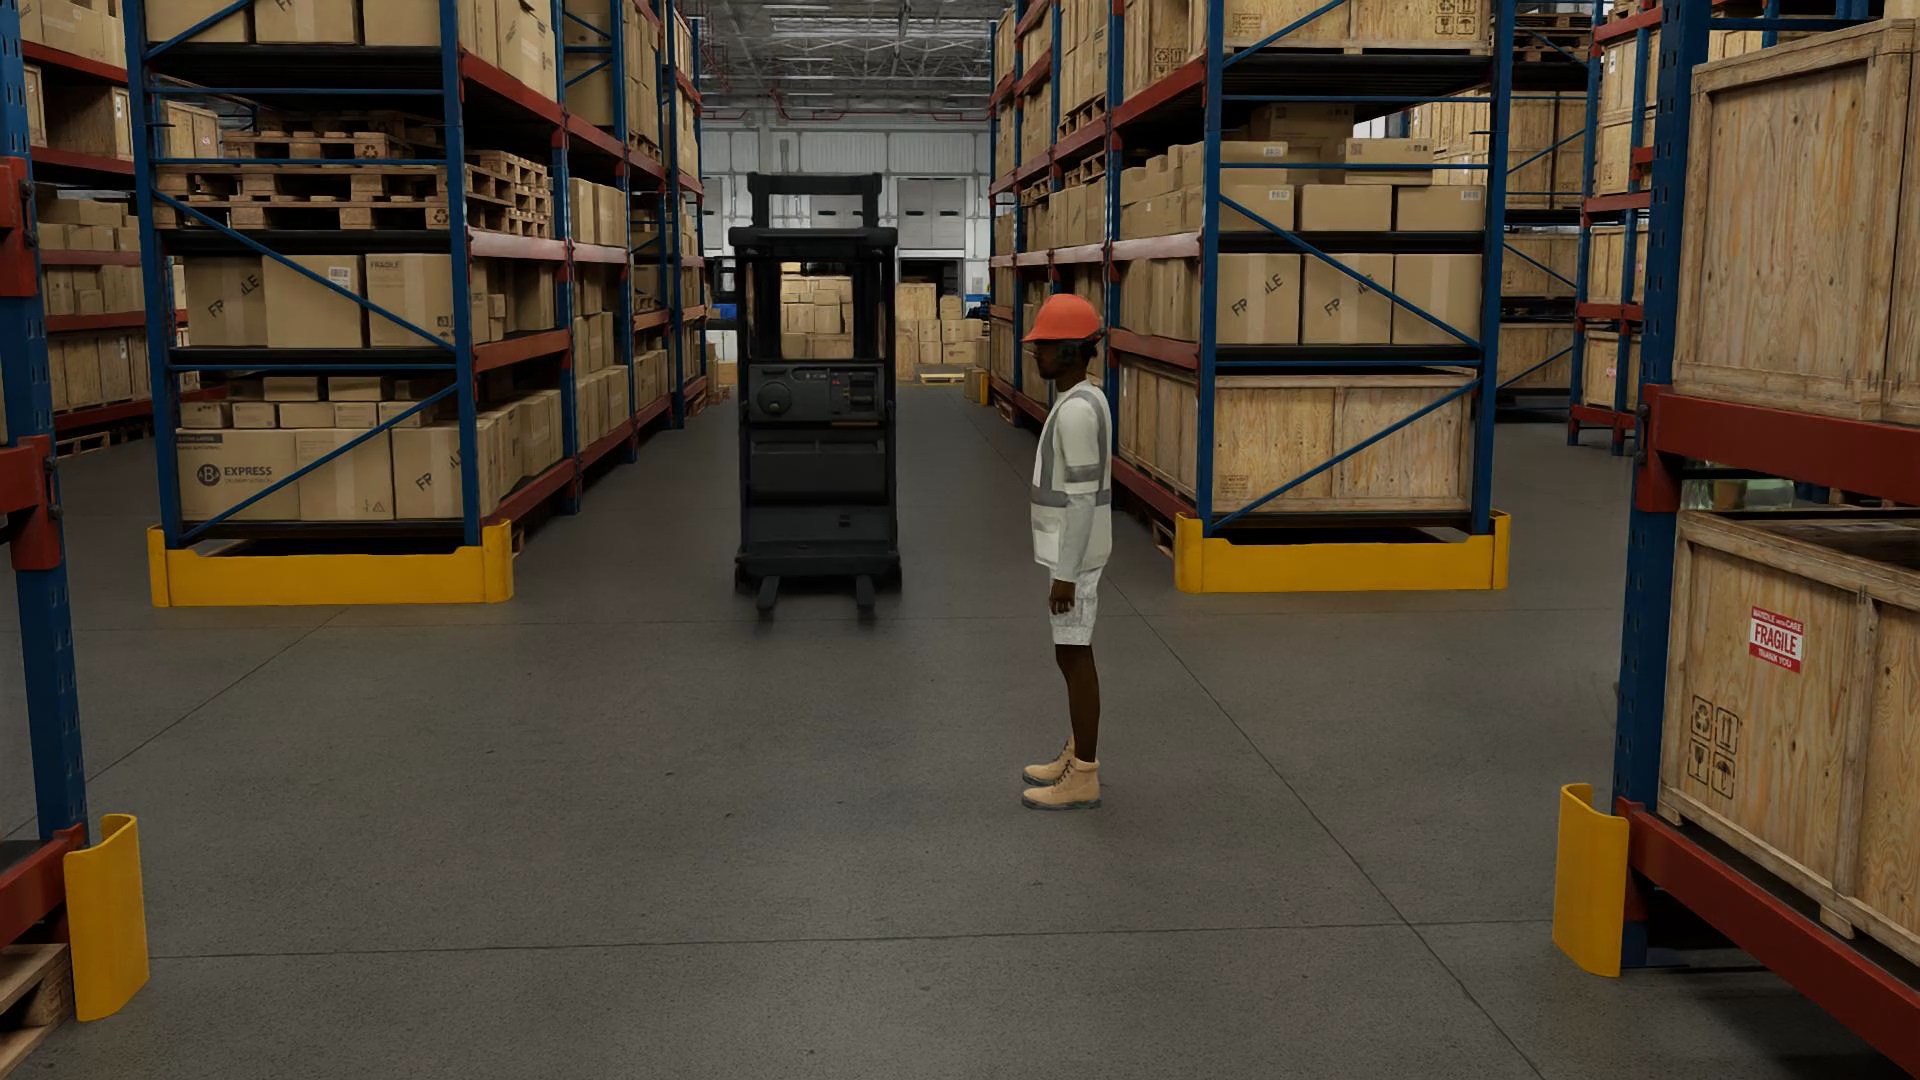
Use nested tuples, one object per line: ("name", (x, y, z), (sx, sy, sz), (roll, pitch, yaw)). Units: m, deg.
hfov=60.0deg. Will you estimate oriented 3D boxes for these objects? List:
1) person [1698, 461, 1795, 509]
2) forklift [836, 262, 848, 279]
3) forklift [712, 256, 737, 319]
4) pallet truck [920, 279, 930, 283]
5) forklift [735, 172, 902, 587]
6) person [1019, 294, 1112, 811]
("person", (3.445, 0.067, 7.188), (0.505, 1.826, 0.589), (9, 12, 43))
("forklift", (-3.979, -8.299, 56.443), (1.873, 2.768, 1.129), (0, 9, 3))
("forklift", (-8.488, -8.990, 60.777), (1.129, 2.768, 1.873), (-1, 9, -4))
("pallet truck", (-0.932, -8.922, 63.114), (1.885, 1.965, 0.823), (2, 9, 13))
("forklift", (-1.012, -1.196, 11.839), (1.129, 2.768, 1.873), (-1, 9, -4))
("person", (0.417, 0.052, 6.625), (0.373, 2.043, 0.615), (1, 9, 5))
